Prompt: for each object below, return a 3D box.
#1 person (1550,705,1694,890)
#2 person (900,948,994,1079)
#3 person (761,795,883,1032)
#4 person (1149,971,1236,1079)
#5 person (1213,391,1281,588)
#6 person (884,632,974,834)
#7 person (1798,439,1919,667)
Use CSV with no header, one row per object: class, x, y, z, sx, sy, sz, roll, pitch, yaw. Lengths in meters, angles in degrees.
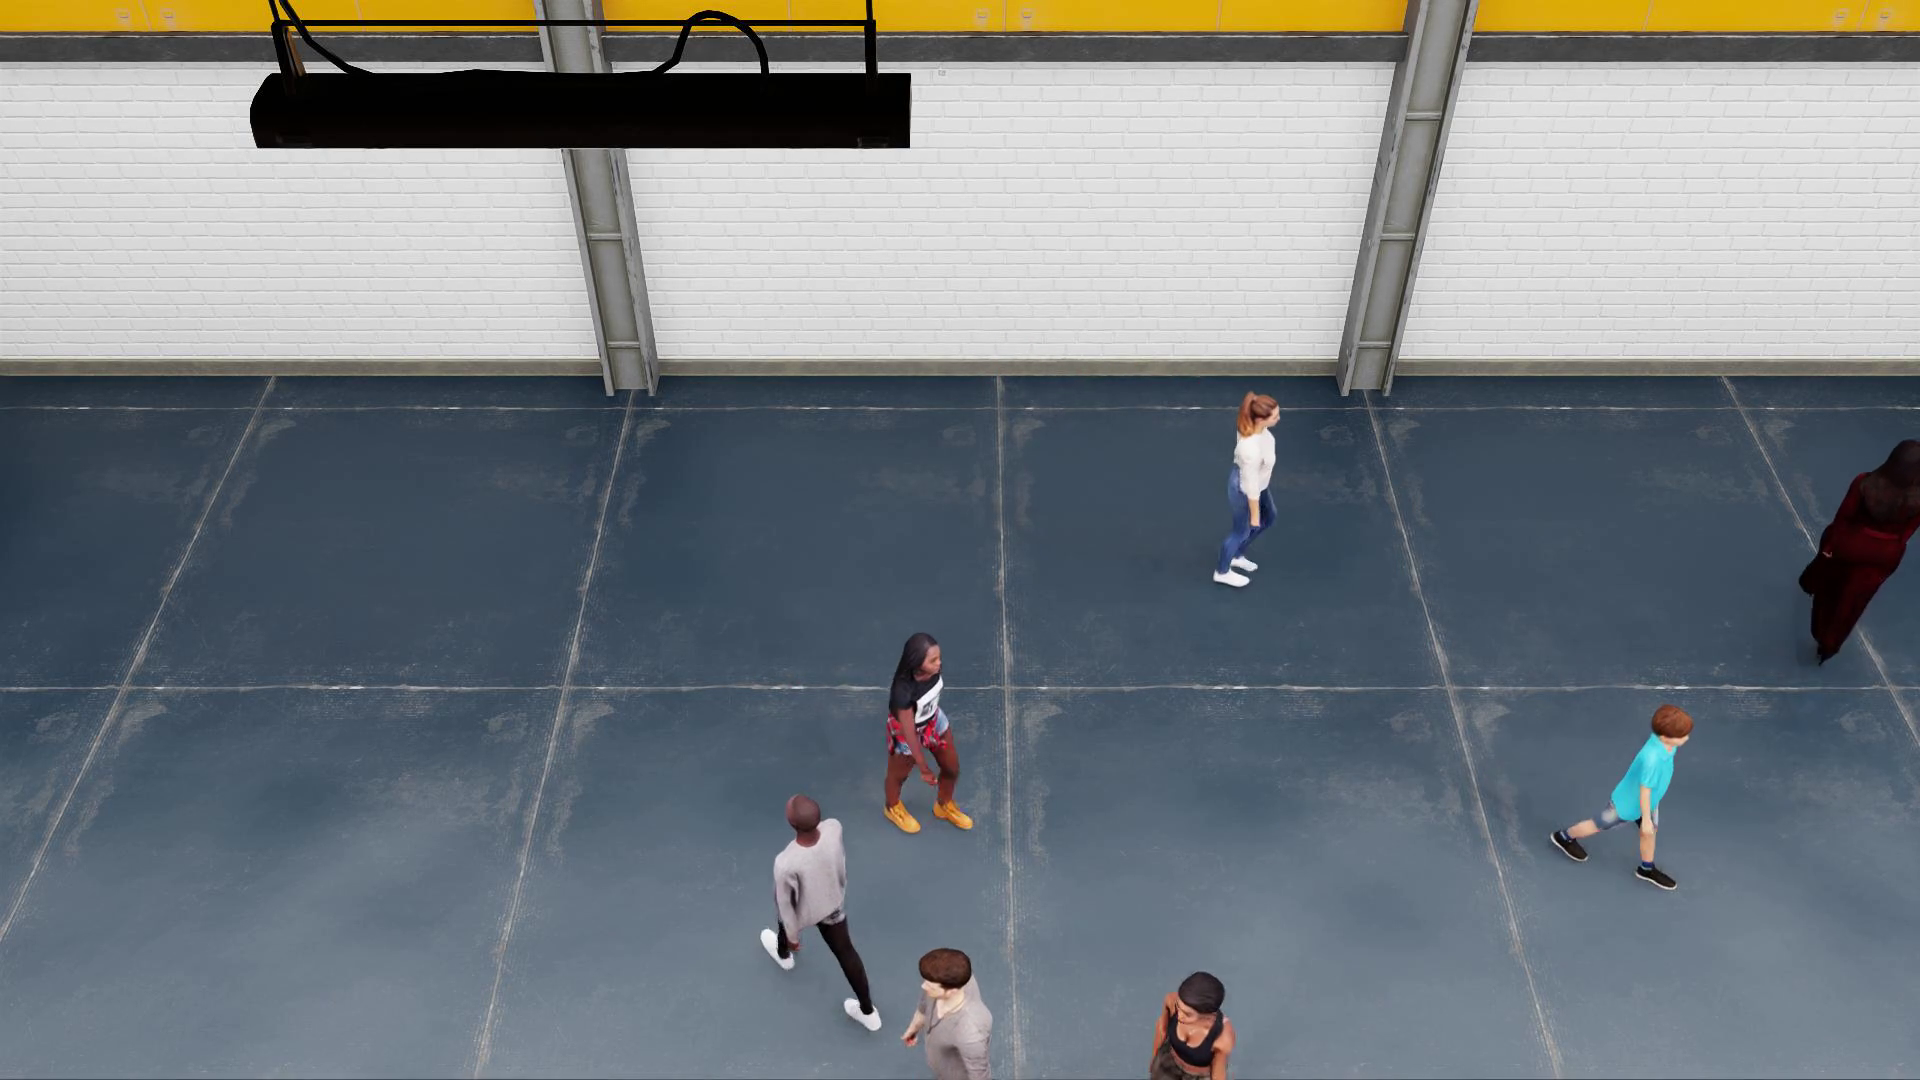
person,3.902,1.472,9.762,1.004,1.418,0.914,31,52,28
person,0.079,2.589,8.266,1.240,1.866,0.954,-12,45,-13
person,-0.712,2.029,8.955,1.166,1.727,1.198,-33,52,-30
person,1.209,2.617,8.366,0.830,1.687,0.890,27,50,26
person,1.896,-0.342,11.456,0.676,1.709,0.690,9,44,9
person,-0.345,1.134,9.911,0.905,1.703,0.817,26,50,25
person,5.954,0.132,10.961,1.166,1.706,1.002,15,46,15
